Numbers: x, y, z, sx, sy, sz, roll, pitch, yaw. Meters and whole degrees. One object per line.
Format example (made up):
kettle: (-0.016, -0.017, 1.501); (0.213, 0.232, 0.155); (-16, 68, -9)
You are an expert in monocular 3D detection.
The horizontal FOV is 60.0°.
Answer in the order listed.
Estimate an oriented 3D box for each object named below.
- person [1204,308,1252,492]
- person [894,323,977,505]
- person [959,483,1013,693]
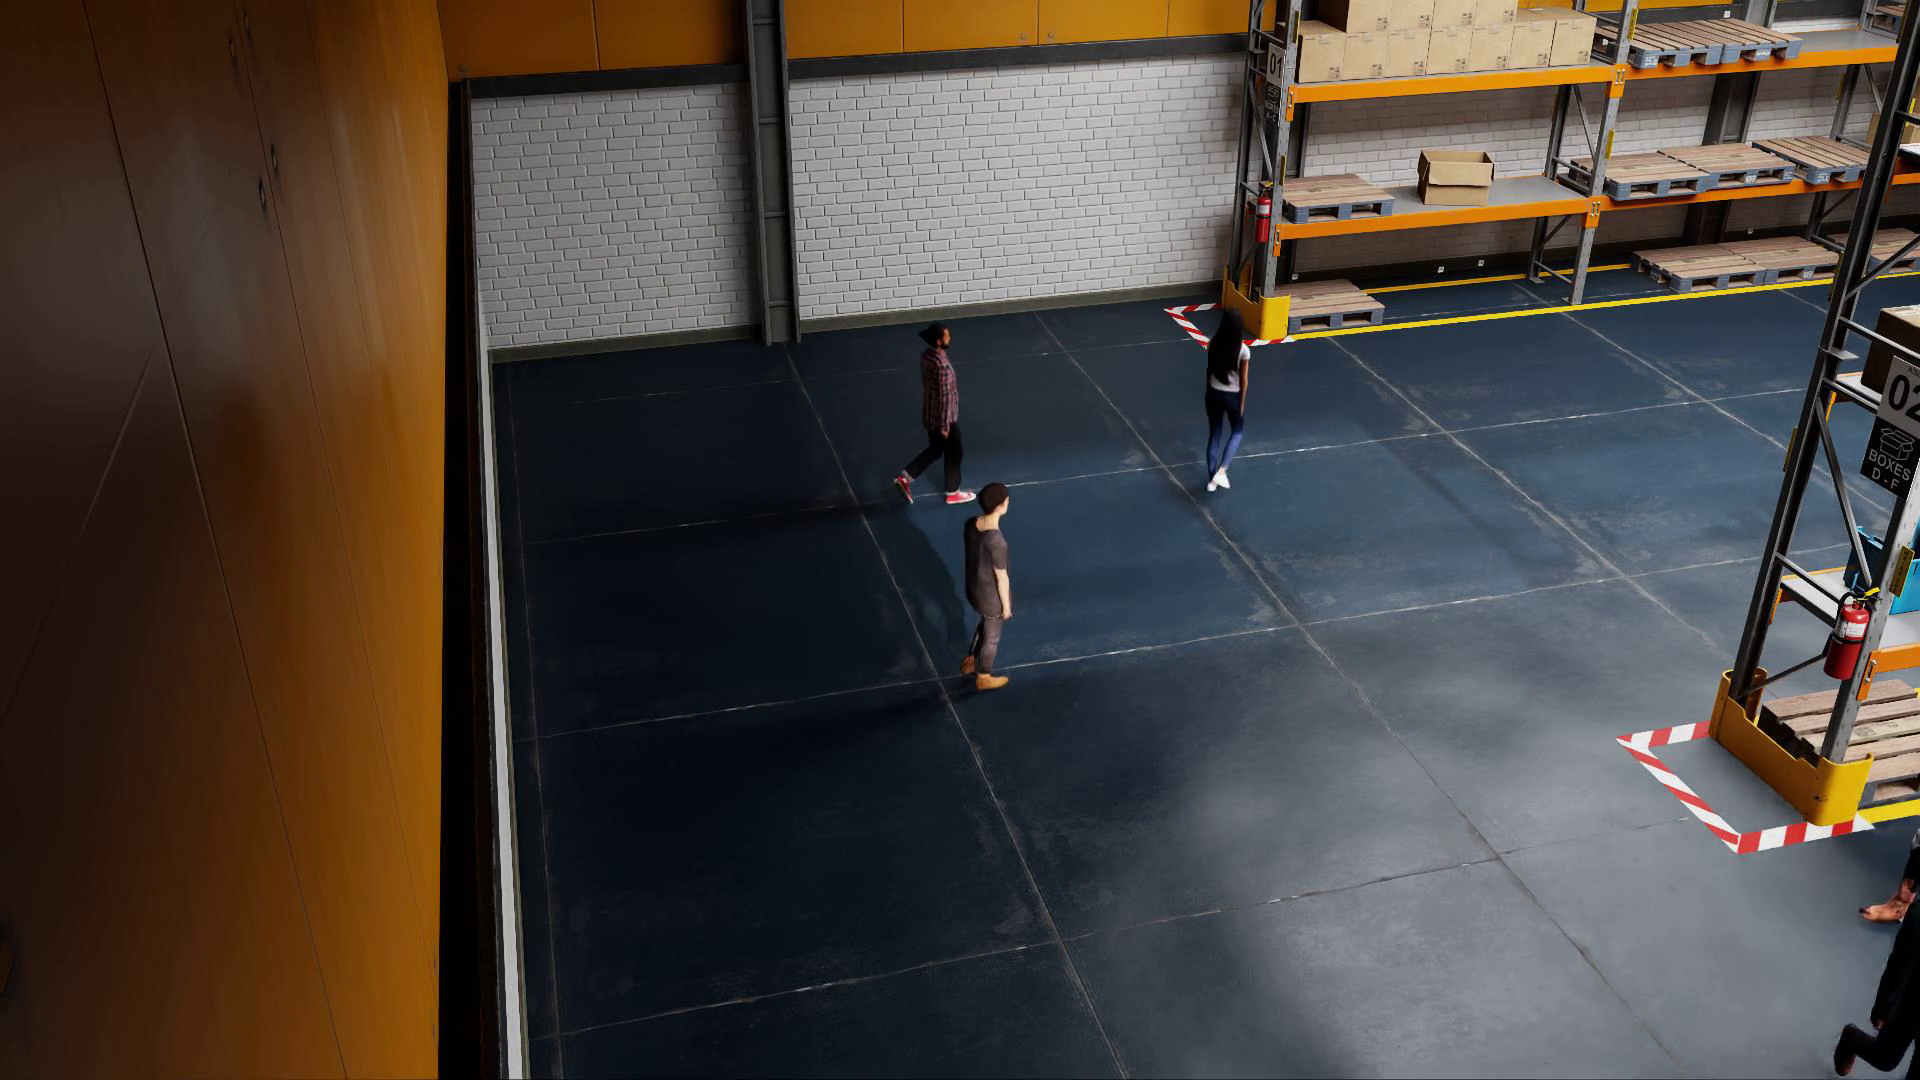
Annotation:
person: (2.350, -1.220, 15.010); (0.756, 1.762, 0.815); (16, 32, 27)
person: (-0.240, -1.089, 14.792); (1.004, 1.741, 0.752); (-10, 30, -18)
person: (0.140, 0.370, 12.152); (0.693, 1.707, 0.706); (-16, 32, -26)
